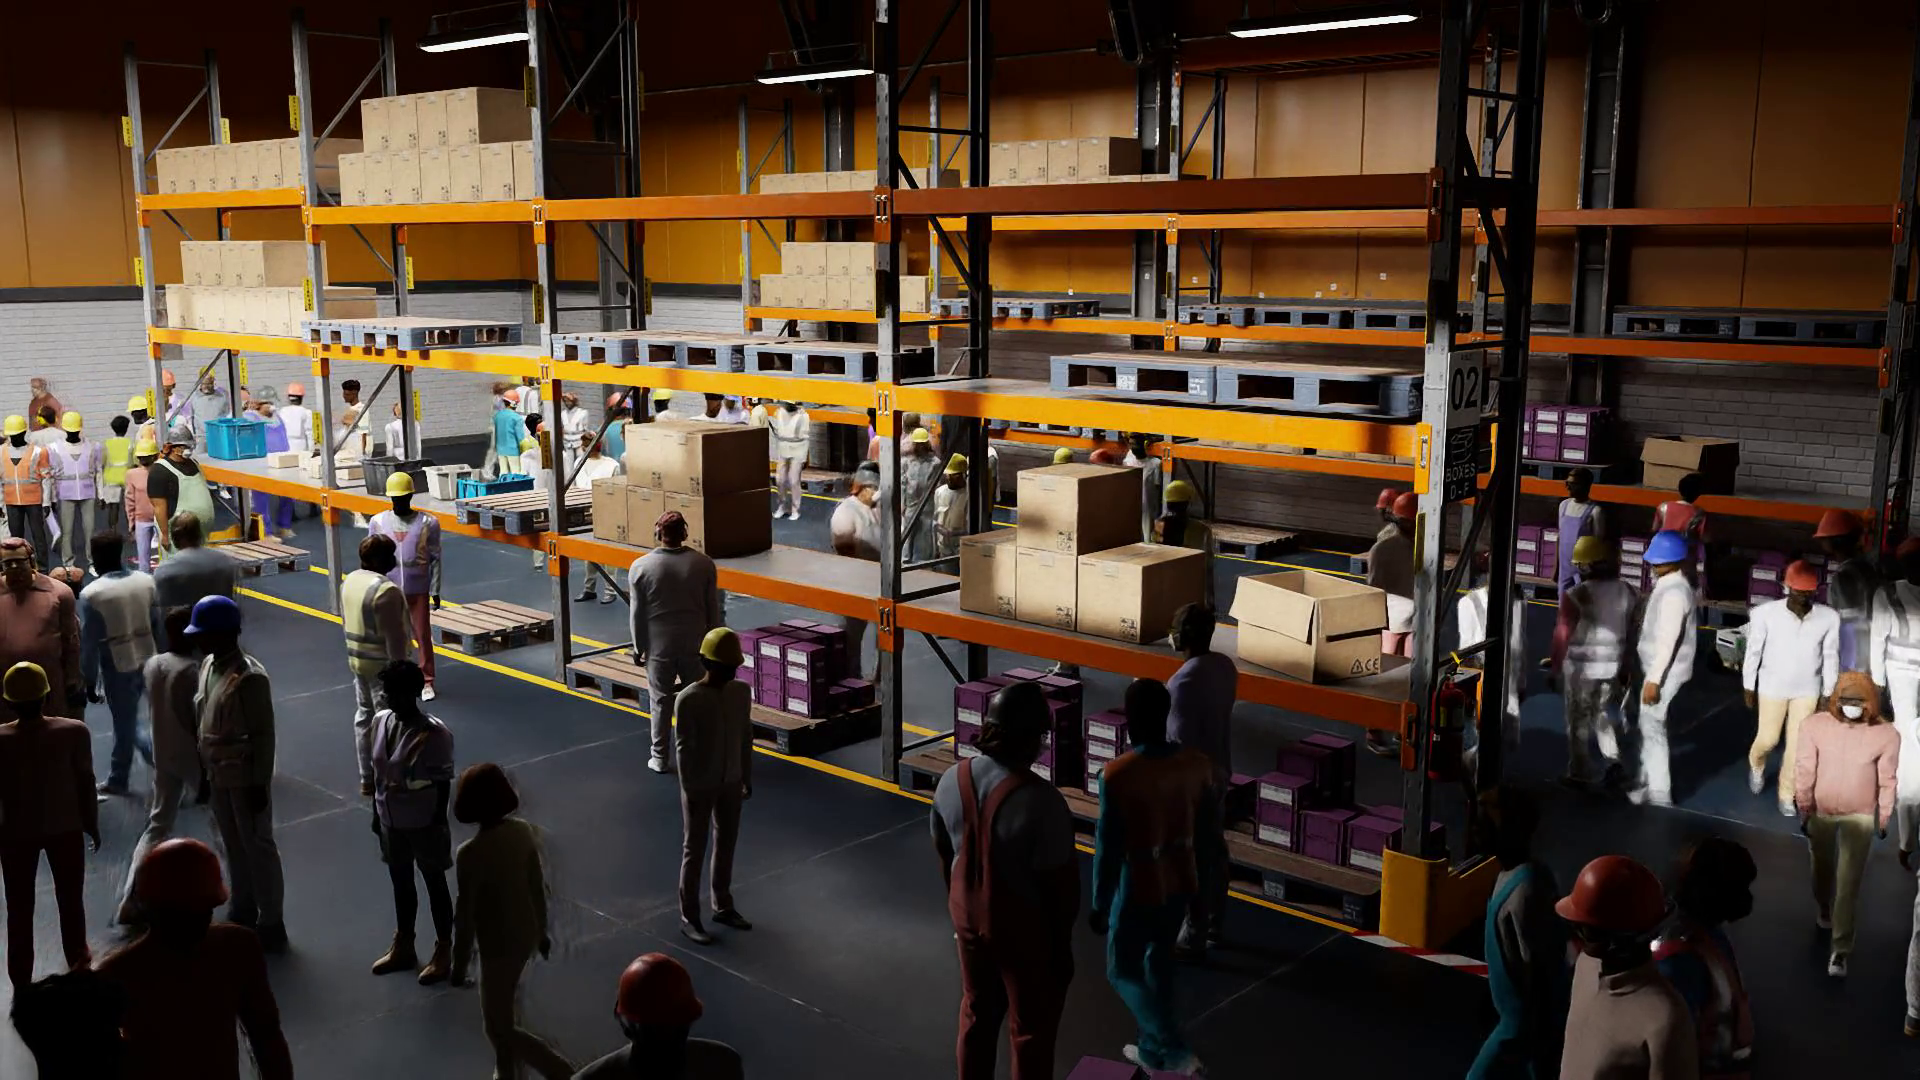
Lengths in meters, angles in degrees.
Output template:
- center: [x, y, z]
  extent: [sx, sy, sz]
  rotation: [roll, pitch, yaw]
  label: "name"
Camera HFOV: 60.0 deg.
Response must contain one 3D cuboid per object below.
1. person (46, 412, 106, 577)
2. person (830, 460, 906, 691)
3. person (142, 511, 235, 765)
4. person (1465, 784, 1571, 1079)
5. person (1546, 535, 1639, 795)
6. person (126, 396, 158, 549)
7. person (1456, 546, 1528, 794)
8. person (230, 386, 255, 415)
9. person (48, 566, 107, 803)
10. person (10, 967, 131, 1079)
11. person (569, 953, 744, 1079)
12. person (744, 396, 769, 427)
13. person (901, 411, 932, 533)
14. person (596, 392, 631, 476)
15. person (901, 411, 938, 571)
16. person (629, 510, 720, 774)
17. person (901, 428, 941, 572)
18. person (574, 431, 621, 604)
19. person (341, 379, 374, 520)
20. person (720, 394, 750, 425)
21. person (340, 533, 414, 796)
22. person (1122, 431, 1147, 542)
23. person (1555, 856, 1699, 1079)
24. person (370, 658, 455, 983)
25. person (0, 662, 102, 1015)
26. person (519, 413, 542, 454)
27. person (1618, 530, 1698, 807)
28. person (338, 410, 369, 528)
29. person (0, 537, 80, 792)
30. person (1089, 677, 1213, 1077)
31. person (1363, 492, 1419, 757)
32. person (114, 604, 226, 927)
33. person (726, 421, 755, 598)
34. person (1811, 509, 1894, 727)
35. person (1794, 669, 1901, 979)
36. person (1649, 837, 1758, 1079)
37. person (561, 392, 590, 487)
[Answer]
- center: [-10.036, -0.508, 18.914]
  extent: [0.584, 1.917, 0.384]
  rotation: [-7, 12, -36]
  label: "person"
- center: [-0.740, 0.318, 13.891]
  extent: [0.611, 2.000, 0.690]
  rotation: [8, 13, 39]
  label: "person"
- center: [-5.544, 0.731, 11.947]
  extent: [0.907, 1.904, 0.653]
  rotation: [6, 12, 31]
  label: "person"
- center: [2.145, 1.794, 6.275]
  extent: [0.984, 1.791, 0.519]
  rotation: [4, 11, 21]
  label: "person"
- center: [4.337, 0.870, 11.432]
  extent: [0.603, 1.804, 0.441]
  rotation: [-4, 11, -20]
  label: "person"
- center: [-10.188, -0.853, 20.882]
  extent: [0.399, 1.912, 0.596]
  rotation: [-4, 11, -22]
  label: "person"
- center: [3.451, 0.932, 10.922]
  extent: [0.588, 1.868, 0.594]
  rotation: [-5, 11, -27]
  label: "person"
- center: [-10.858, -1.529, 25.361]
  extent: [0.584, 1.679, 0.542]
  rotation: [1, 10, 6]
  label: "person"
- center: [-6.030, 0.986, 11.277]
  extent: [0.313, 1.634, 0.514]
  rotation: [-7, 12, -34]
  label: "person"
- center: [-2.268, 2.048, 4.325]
  extent: [0.361, 1.963, 0.616]
  rotation: [-3, 10, -15]
  label: "person"
- center: [-0.876, 2.050, 4.905]
  extent: [0.573, 1.751, 0.330]
  rotation: [-5, 11, -26]
  label: "person"
- center: [-2.972, -1.375, 24.318]
  extent: [0.354, 1.741, 0.568]
  rotation: [1, 10, 4]
  label: "person"
- center: [-0.641, -0.922, 21.190]
  extent: [0.635, 1.939, 0.359]
  rotation: [-10, 14, -44]
  label: "person"
- center: [-4.076, -0.768, 20.080]
  extent: [0.629, 2.016, 0.737]
  rotation: [-1, 10, -4]
  label: "person"
- center: [-0.545, -0.530, 19.032]
  extent: [0.618, 1.914, 0.659]
  rotation: [6, 12, 31]
  label: "person"
- center: [-2.046, 0.730, 11.946]
  extent: [0.641, 1.908, 0.407]
  rotation: [-3, 10, -16]
  label: "person"
- center: [-0.445, -0.396, 18.770]
  extent: [0.483, 1.745, 0.299]
  rotation: [-2, 10, -12]
  label: "person"
- center: [-3.840, -0.244, 17.645]
  extent: [0.563, 1.838, 0.388]
  rotation: [4, 11, 23]
  label: "person"
- center: [-8.314, -1.247, 22.995]
  extent: [0.377, 1.959, 0.608]
  rotation: [-6, 12, -29]
  label: "person"
- center: [-3.135, -1.162, 22.680]
  extent: [0.614, 1.891, 0.950]
  rotation: [-5, 11, -24]
  label: "person"
- center: [-3.945, 0.867, 11.352]
  extent: [0.624, 1.844, 0.430]
  rotation: [9, 13, 41]
  label: "person"
- center: [1.944, -0.442, 18.692]
  extent: [0.328, 1.865, 0.521]
  rotation: [2, 10, 10]
  label: "person"
- center: [1.969, 1.909, 5.038]
  extent: [0.392, 1.991, 0.612]
  rotation: [-1, 10, -5]
  label: "person"
- center: [-2.831, 1.431, 8.574]
  extent: [0.533, 1.696, 0.318]
  rotation: [5, 11, 25]
  label: "person"
- center: [-4.543, 1.457, 8.230]
  extent: [0.533, 1.767, 0.326]
  rotation: [-7, 12, -34]
  label: "person"
- center: [-5.339, -0.758, 20.951]
  extent: [0.319, 1.696, 0.532]
  rotation: [2, 10, 11]
  label: "person"
- center: [4.650, 0.858, 11.179]
  extent: [0.531, 1.913, 0.644]
  rotation: [4, 11, 20]
  label: "person"
- center: [-8.200, -0.945, 22.267]
  extent: [0.560, 1.612, 0.503]
  rotation: [3, 10, 14]
  label: "person"
- center: [-6.082, 0.925, 10.844]
  extent: [0.643, 1.908, 0.410]
  rotation: [-6, 11, -29]
  label: "person"
- center: [0.884, 1.553, 7.328]
  extent: [0.600, 1.896, 0.645]
  rotation: [-6, 12, -31]
  label: "person"
- center: [3.289, 0.618, 12.362]
  extent: [0.627, 1.985, 0.409]
  rotation: [-5, 11, -28]
  label: "person"
- center: [-4.373, 1.248, 9.361]
  extent: [0.520, 1.793, 1.002]
  rotation: [4, 11, 19]
  label: "person"
- center: [-2.407, -0.326, 17.923]
  extent: [0.392, 1.911, 0.581]
  rotation: [-1, 10, -6]
  label: "person"
- center: [6.236, 0.794, 11.390]
  extent: [0.620, 1.994, 0.875]
  rotation: [-10, 14, -44]
  label: "person"
- center: [4.716, 1.434, 8.889]
  extent: [0.485, 1.581, 0.891]
  rotation: [6, 12, 30]
  label: "person"
- center: [2.438, 1.878, 5.676]
  extent: [0.487, 1.824, 0.634]
  rotation: [6, 11, 29]
  label: "person"
- center: [-5.697, -1.371, 24.597]
  extent: [0.528, 1.627, 0.385]
  rotation: [4, 11, 24]
  label: "person"
